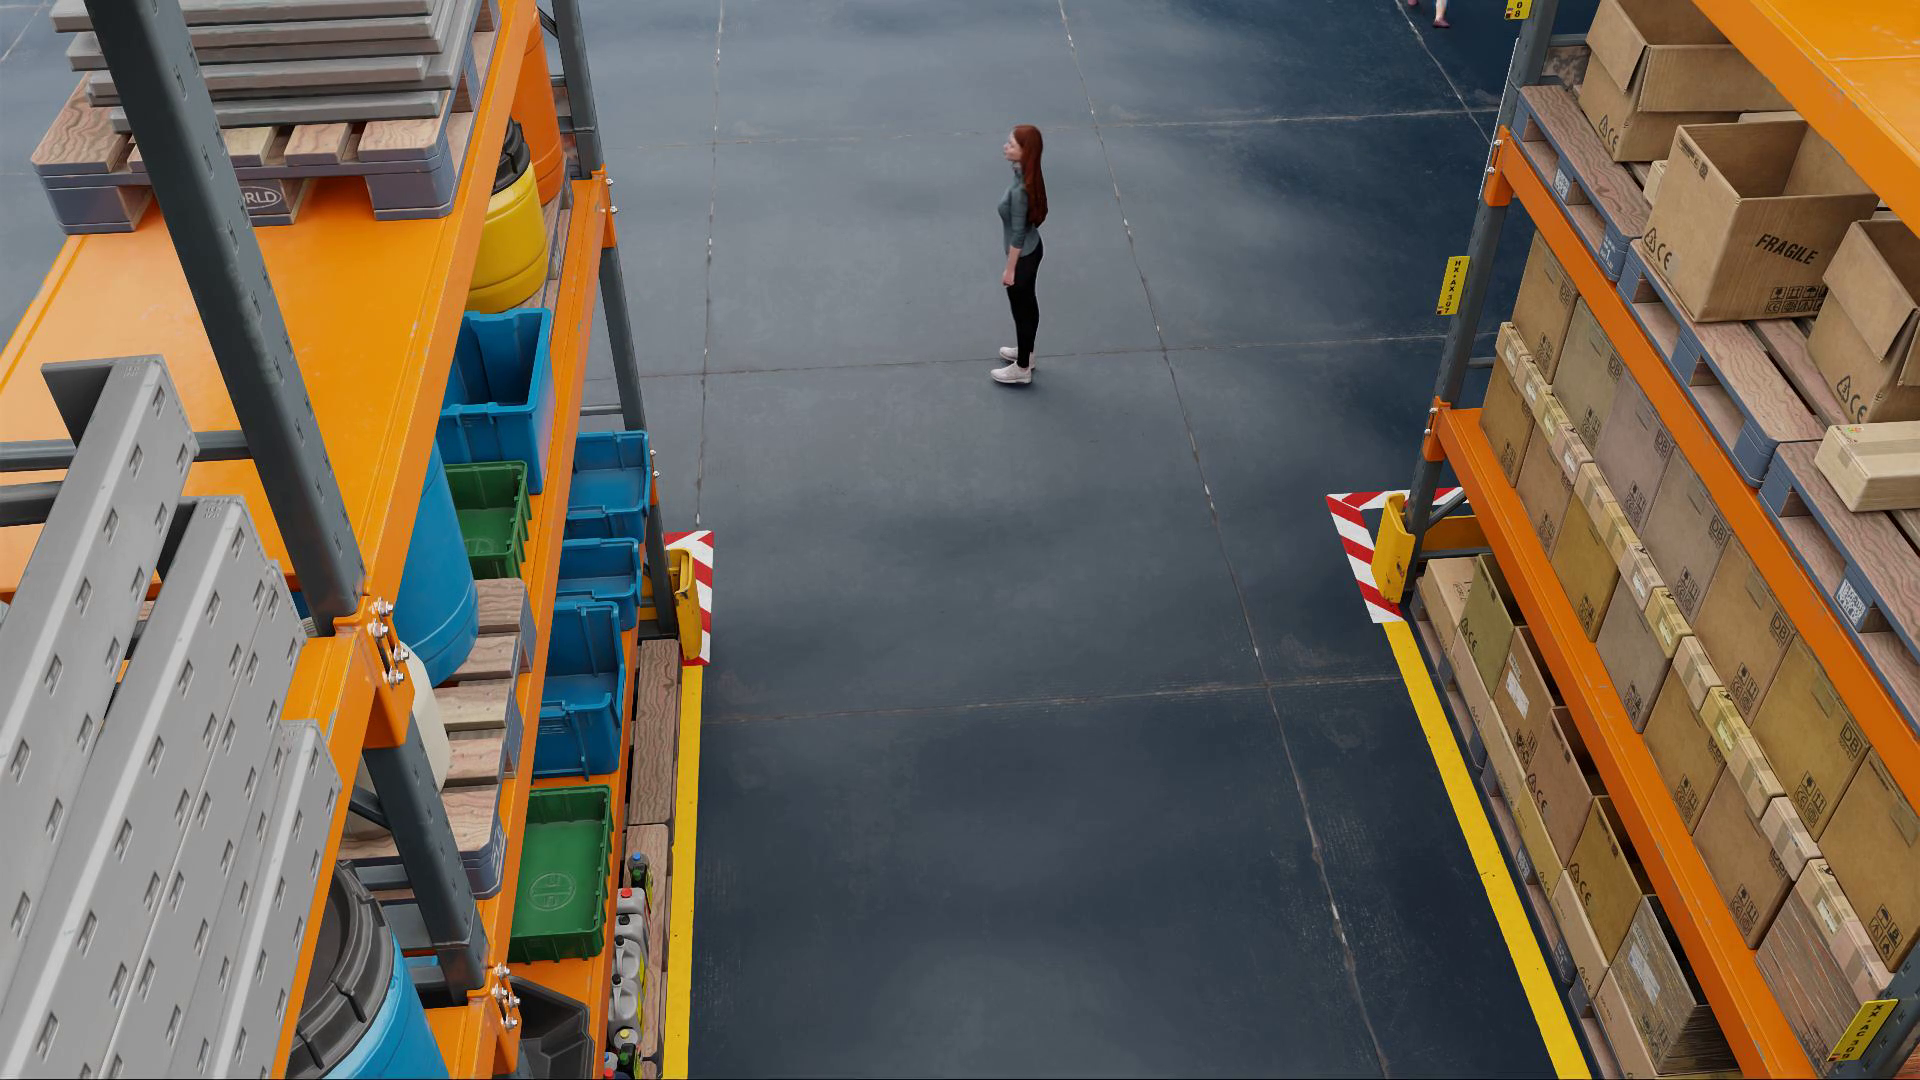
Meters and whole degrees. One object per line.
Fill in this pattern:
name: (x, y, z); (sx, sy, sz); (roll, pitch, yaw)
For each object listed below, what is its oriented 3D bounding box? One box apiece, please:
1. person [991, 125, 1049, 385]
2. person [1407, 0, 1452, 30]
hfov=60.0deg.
person: (0.372, -1.724, 10.132); (0.720, 1.738, 0.596); (12, 44, 12)
person: (4.007, -5.186, 14.079); (0.645, 1.554, 1.075); (-1, 42, -1)
